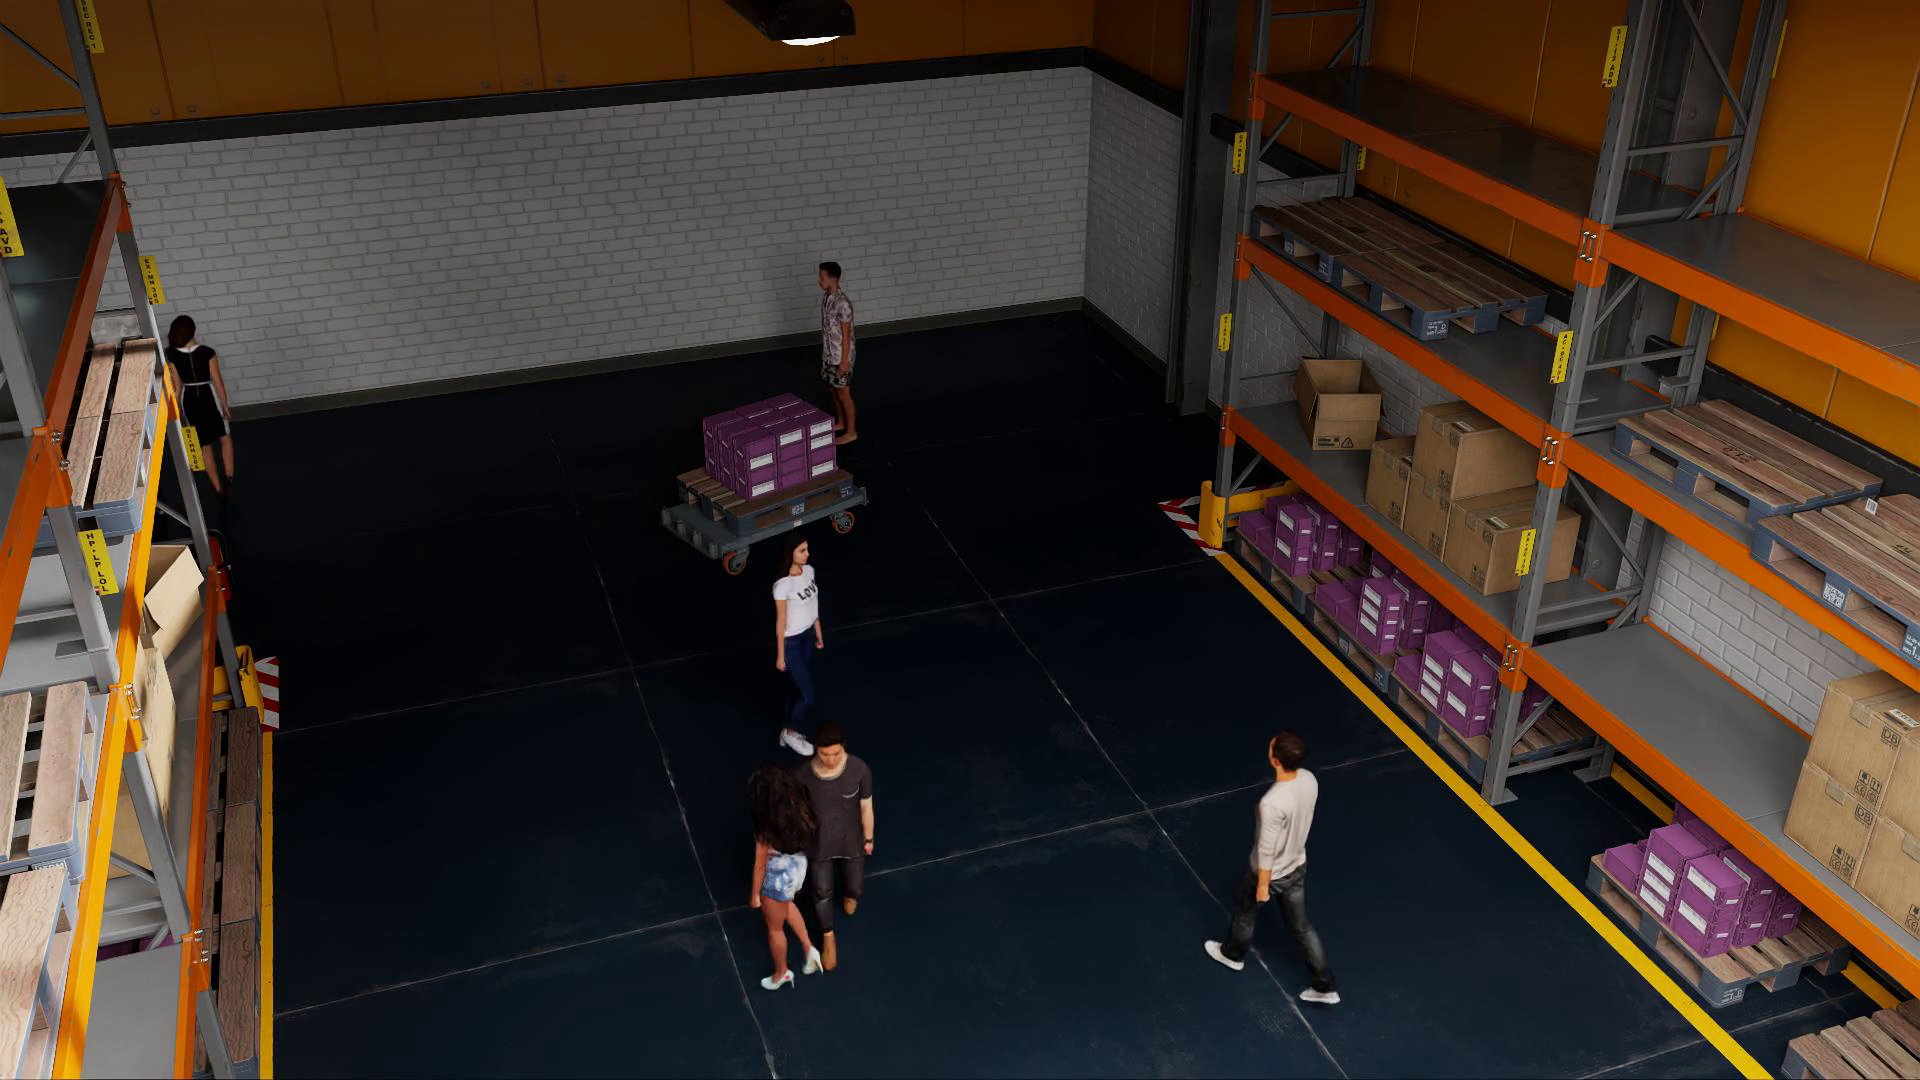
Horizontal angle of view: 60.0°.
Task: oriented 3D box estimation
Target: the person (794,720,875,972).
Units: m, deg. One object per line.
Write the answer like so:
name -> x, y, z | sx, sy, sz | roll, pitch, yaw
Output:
person -> -0.748, 1.709, 9.848 | 0.781, 1.695, 0.947 | -1, 29, -2

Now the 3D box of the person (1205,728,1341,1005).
person -> 1.889, 1.891, 9.426 | 0.992, 1.780, 1.239 | -25, 37, -38

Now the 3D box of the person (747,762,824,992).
person -> -0.958, 1.950, 9.497 | 0.780, 1.609, 0.719 | 10, 30, 17

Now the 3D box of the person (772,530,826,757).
person -> -1.225, 0.723, 11.585 | 0.793, 1.765, 0.731 | 12, 31, 21

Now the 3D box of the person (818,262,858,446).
person -> -1.174, -1.847, 16.249 | 0.757, 1.809, 0.541 | -14, 31, -23

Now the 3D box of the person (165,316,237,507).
person -> -6.799, -1.116, 14.939 | 0.606, 1.780, 0.619 | -8, 30, -15
